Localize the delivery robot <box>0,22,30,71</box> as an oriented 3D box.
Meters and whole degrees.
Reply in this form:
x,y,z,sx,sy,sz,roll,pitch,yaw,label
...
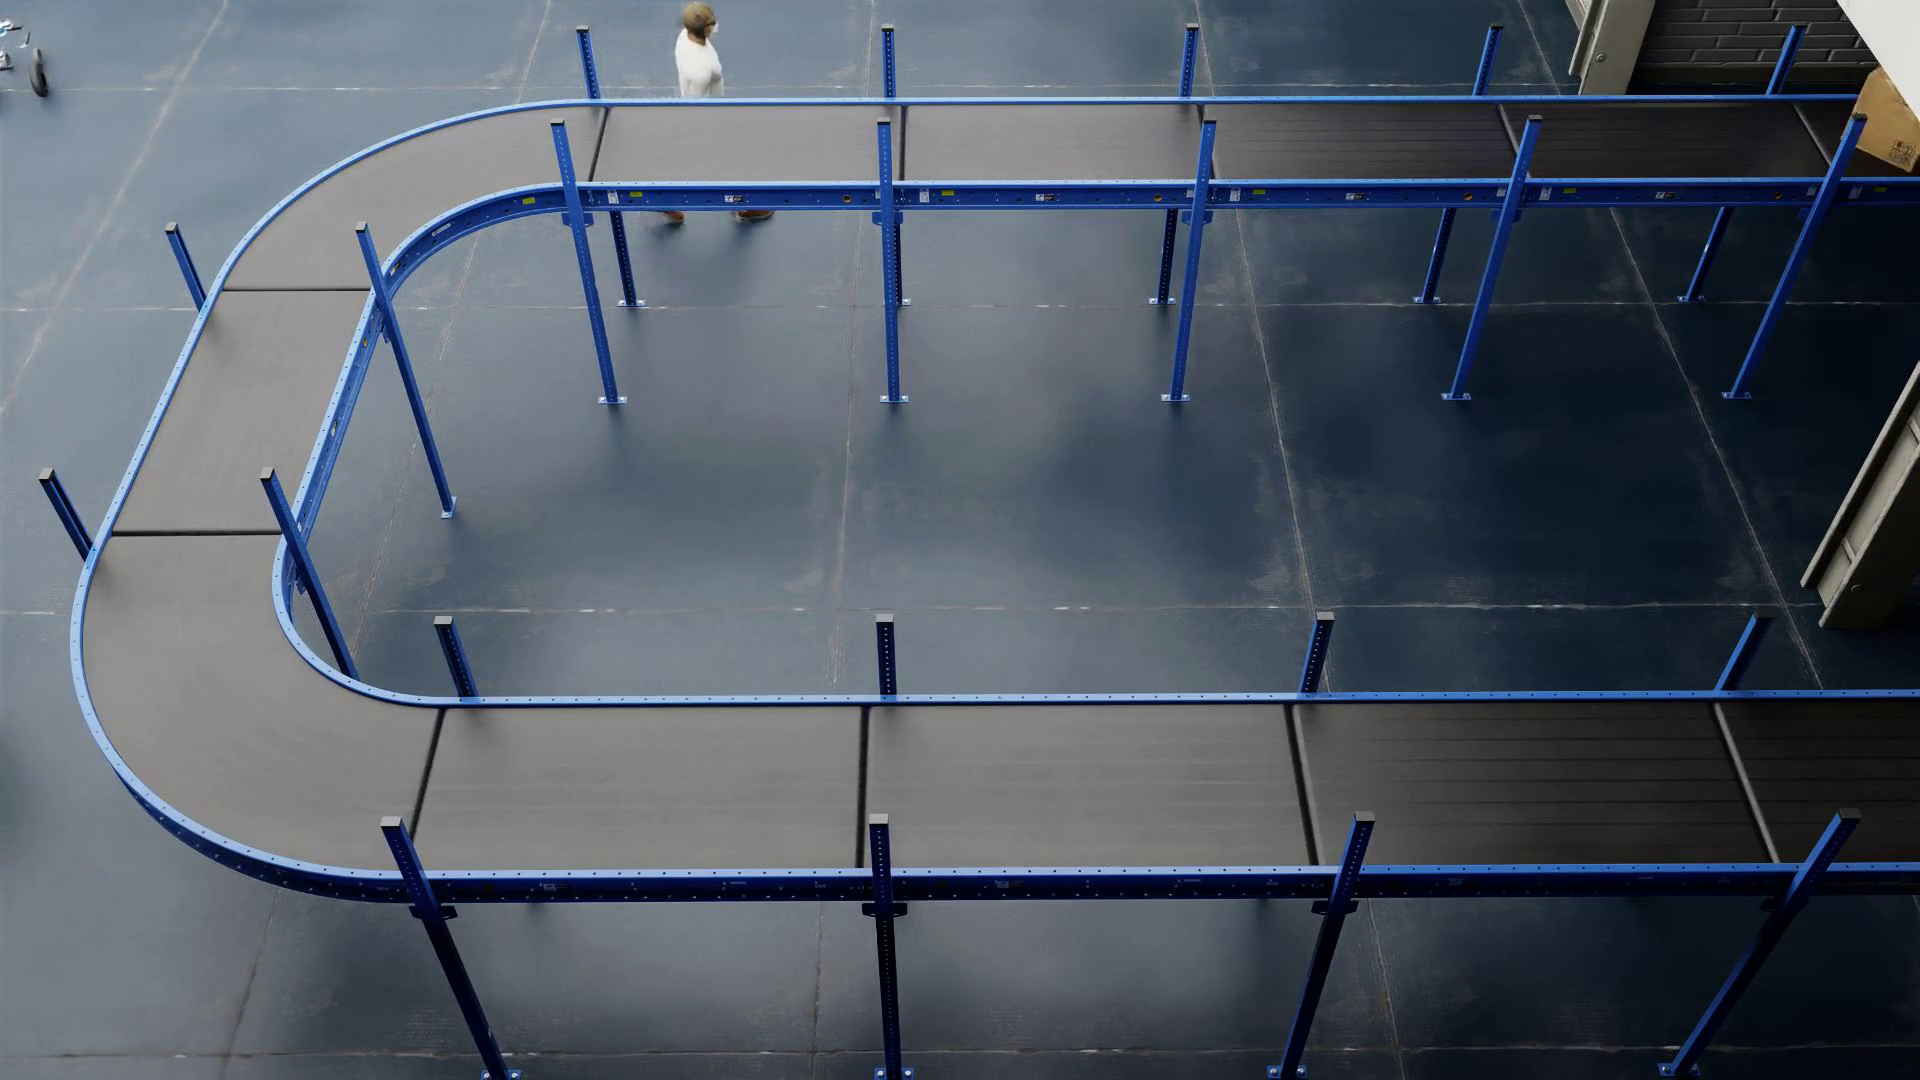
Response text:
x,y,z,sx,sy,sz,roll,pitch,yaw,label
-8.188,-4.290,14.679,0.335,0.223,0.698,-11,48,-10,delivery robot

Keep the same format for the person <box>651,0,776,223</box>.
x,y,z,sx,sy,sz,roll,pitch,yaw,label
-1.982,-3.190,12.957,0.959,1.908,0.640,-12,48,-11,person
